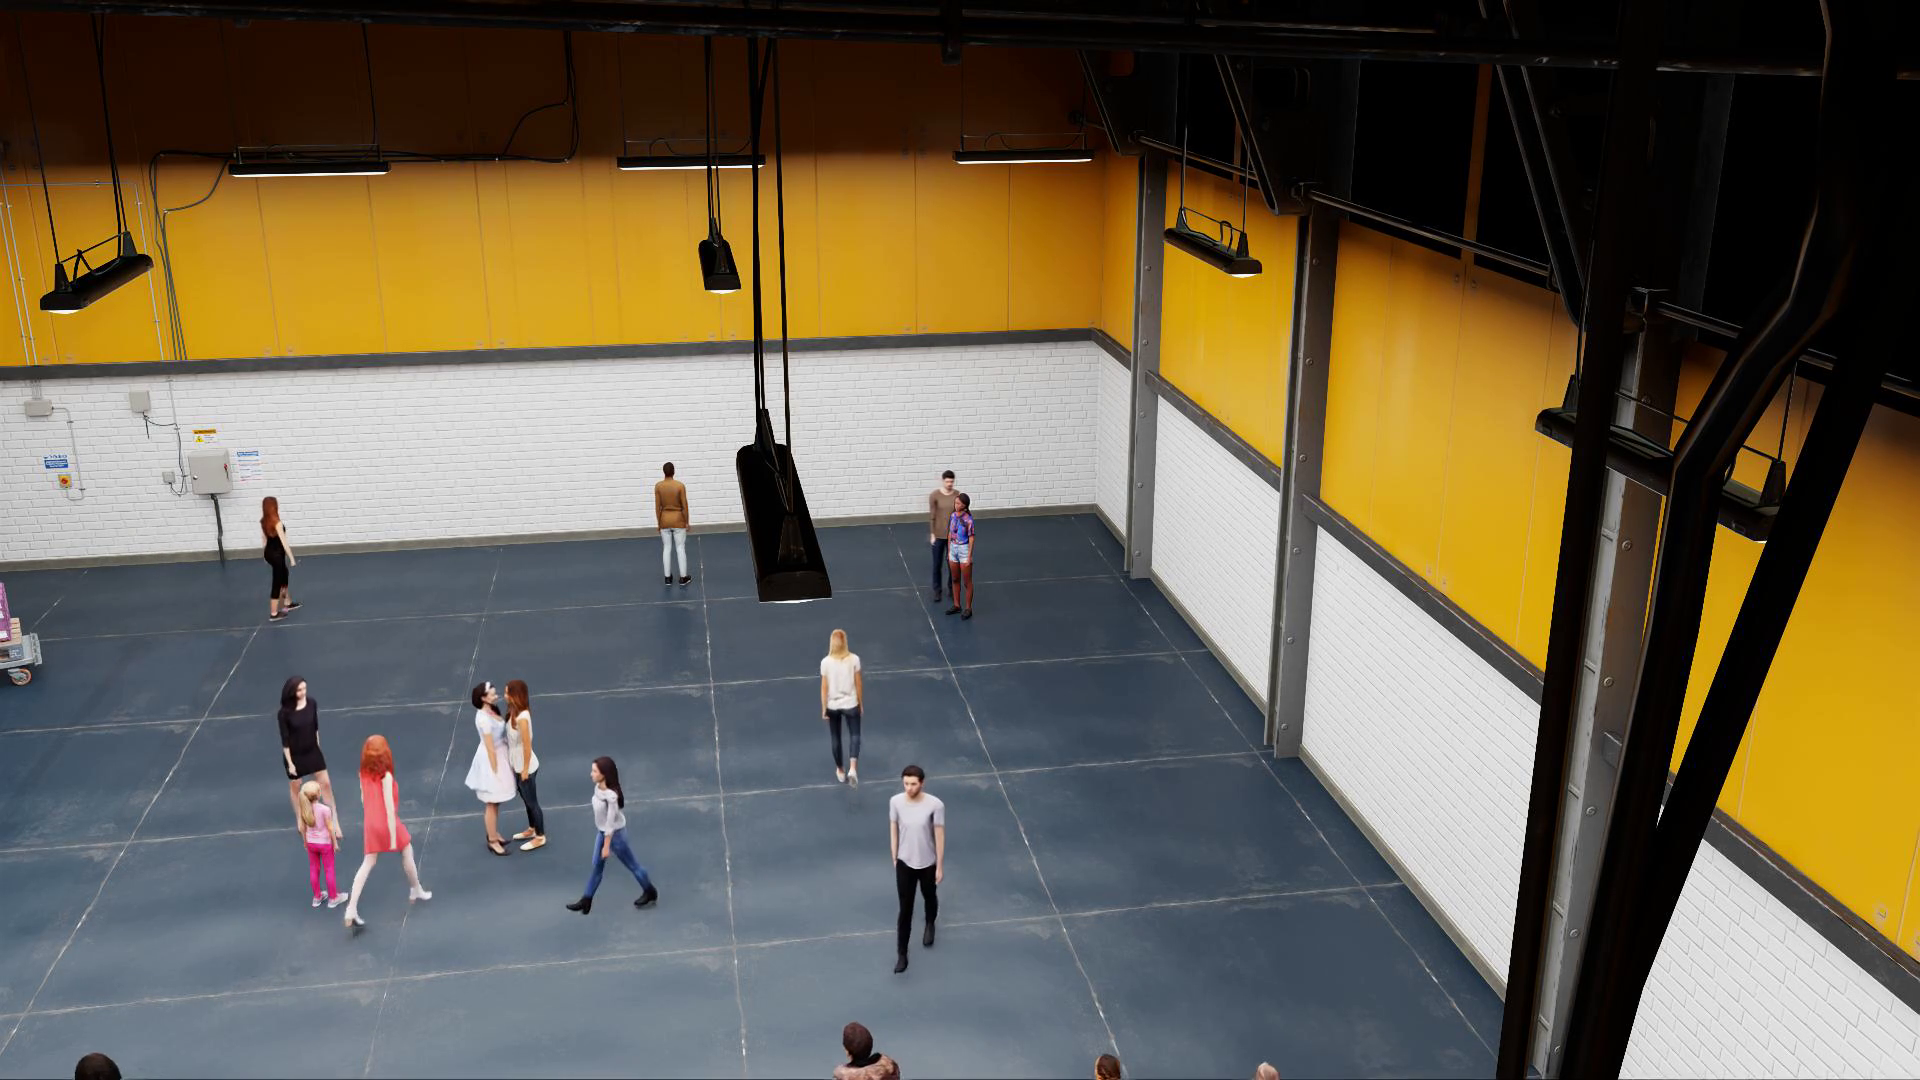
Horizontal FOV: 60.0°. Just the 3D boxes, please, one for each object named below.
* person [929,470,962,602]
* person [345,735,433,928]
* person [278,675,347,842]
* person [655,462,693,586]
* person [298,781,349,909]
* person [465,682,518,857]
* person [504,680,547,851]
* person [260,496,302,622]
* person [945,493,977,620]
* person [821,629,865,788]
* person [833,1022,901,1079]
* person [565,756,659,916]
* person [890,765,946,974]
[{"bbox_3d":[-0.196,-0.082,23.206,0.666,1.887,0.620,-1,19,-4],"label":"person"},{"bbox_3d":[-5.345,2.693,15.137,1.071,1.778,1.192,10,21,27],"label":"person"},{"bbox_3d":[-6.644,2.175,16.682,1.031,1.774,0.921,17,25,41],"label":"person"},{"bbox_3d":[-4.113,-0.244,23.798,0.676,1.816,0.623,1,19,3],"label":"person"},{"bbox_3d":[-5.986,2.826,15.536,0.556,1.272,0.588,3,19,9],"label":"person"},{"bbox_3d":[-4.614,2.243,16.414,0.743,1.817,0.644,-4,19,-11],"label":"person"},{"bbox_3d":[-4.324,2.221,16.531,0.720,1.784,0.564,-9,21,-25],"label":"person"},{"bbox_3d":[-9.322,0.269,22.444,0.846,1.709,0.899,14,23,35],"label":"person"},{"bbox_3d":[0.020,0.204,22.583,0.648,1.743,0.730,15,24,38],"label":"person"},{"bbox_3d":[-1.232,1.822,17.693,0.626,1.798,0.910,-2,19,-6],"label":"person"},{"bbox_3d":[-0.587,4.079,10.978,1.055,1.806,1.246,-13,22,-33],"label":"person"},{"bbox_3d":[-3.110,2.733,15.341,0.880,1.572,1.090,-9,21,-25],"label":"person"},{"bbox_3d":[-0.334,2.821,14.693,0.922,1.819,1.244,3,19,9],"label":"person"}]
